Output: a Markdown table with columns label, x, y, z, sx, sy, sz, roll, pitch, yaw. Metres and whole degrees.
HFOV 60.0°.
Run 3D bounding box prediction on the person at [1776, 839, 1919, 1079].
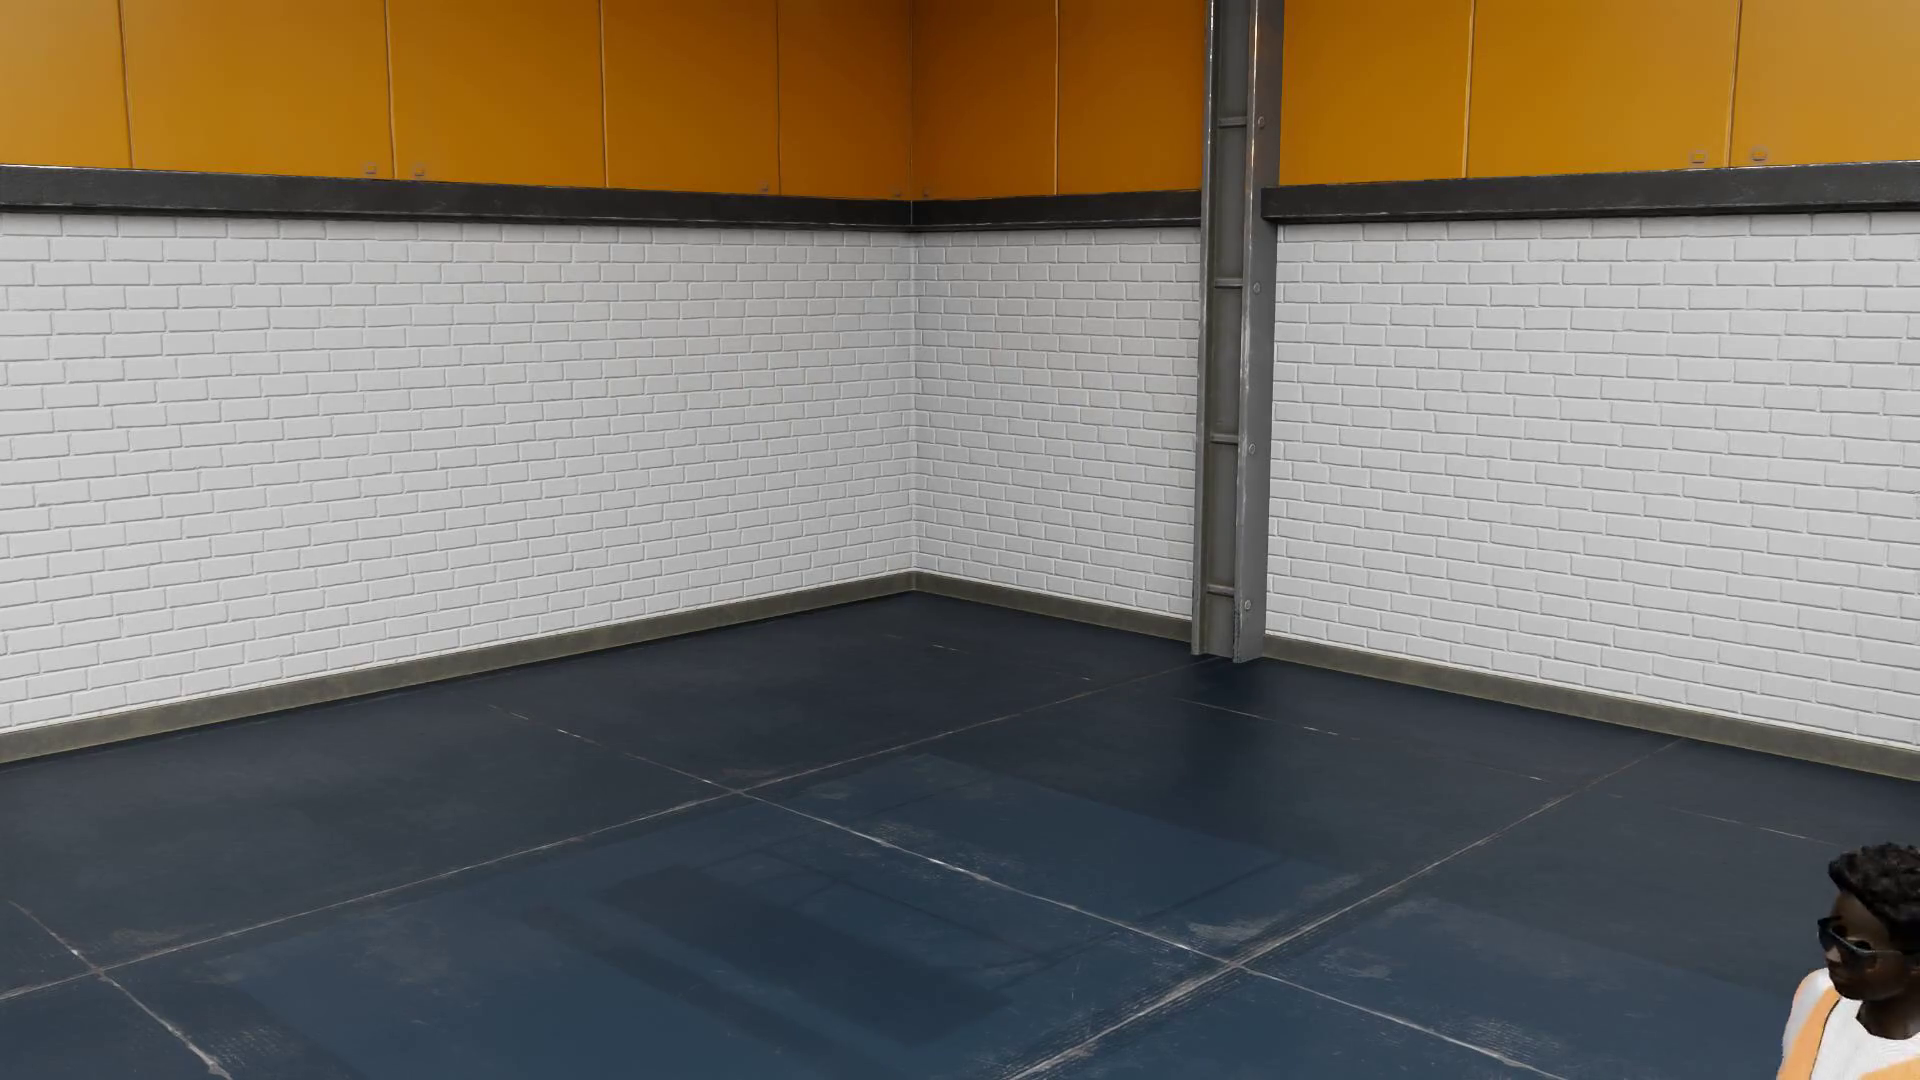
| label | x | y | z | sx | sy | sz | roll | pitch | yaw |
| --- | --- | --- | --- | --- | --- | --- | --- | --- | --- |
| person | 1.635 | 1.315 | 2.889 | 0.815 | 1.665 | 0.530 | 1 | 9 | 3 |
